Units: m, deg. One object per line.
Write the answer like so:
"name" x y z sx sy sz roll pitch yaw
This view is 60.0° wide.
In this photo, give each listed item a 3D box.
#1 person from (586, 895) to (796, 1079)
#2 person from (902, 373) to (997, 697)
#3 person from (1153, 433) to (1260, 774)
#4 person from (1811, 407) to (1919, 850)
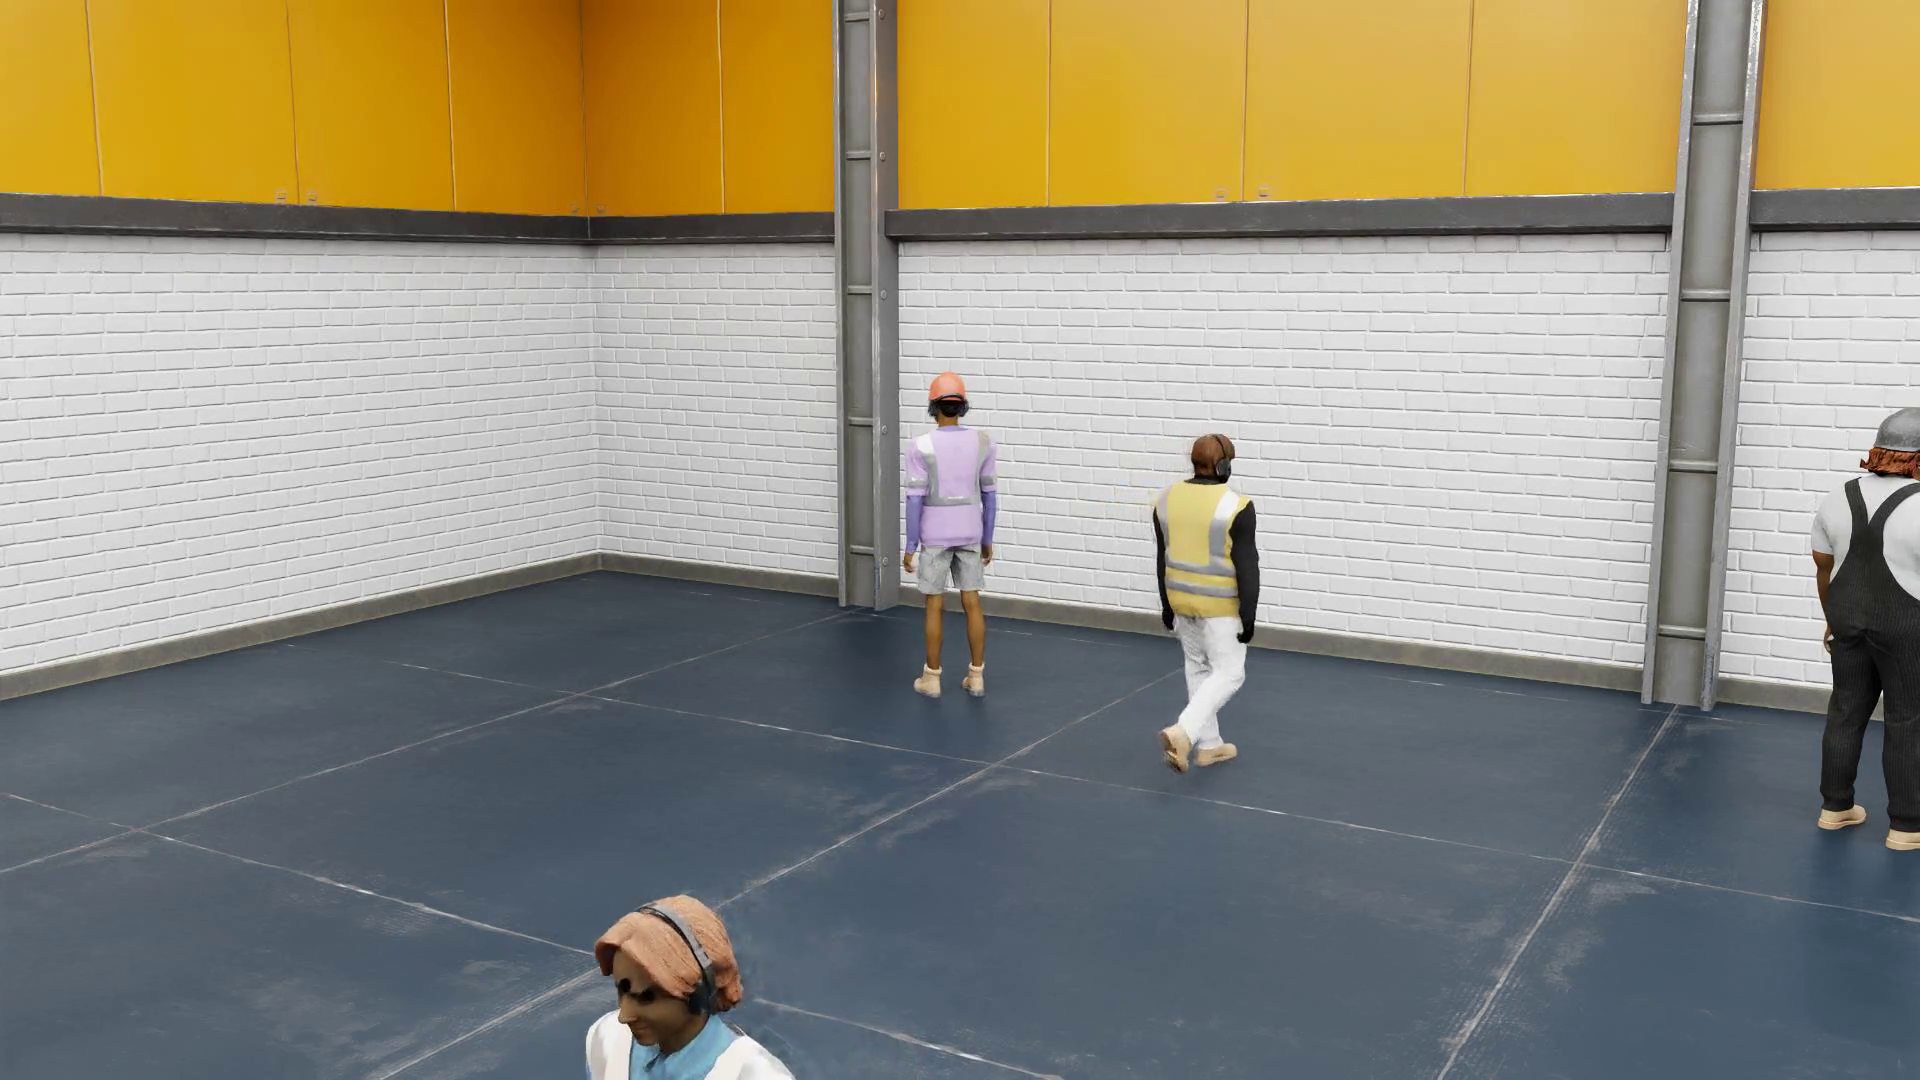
"person" -0.445 1.379 3.009 0.522 1.594 0.875 6 11 32
"person" -0.077 0.000 10.400 0.623 2.007 0.517 -3 10 -21
"person" 1.276 0.346 8.749 0.704 1.819 0.636 -9 13 -44
"person" 4.352 0.397 7.746 0.536 2.000 0.677 -5 10 -27
